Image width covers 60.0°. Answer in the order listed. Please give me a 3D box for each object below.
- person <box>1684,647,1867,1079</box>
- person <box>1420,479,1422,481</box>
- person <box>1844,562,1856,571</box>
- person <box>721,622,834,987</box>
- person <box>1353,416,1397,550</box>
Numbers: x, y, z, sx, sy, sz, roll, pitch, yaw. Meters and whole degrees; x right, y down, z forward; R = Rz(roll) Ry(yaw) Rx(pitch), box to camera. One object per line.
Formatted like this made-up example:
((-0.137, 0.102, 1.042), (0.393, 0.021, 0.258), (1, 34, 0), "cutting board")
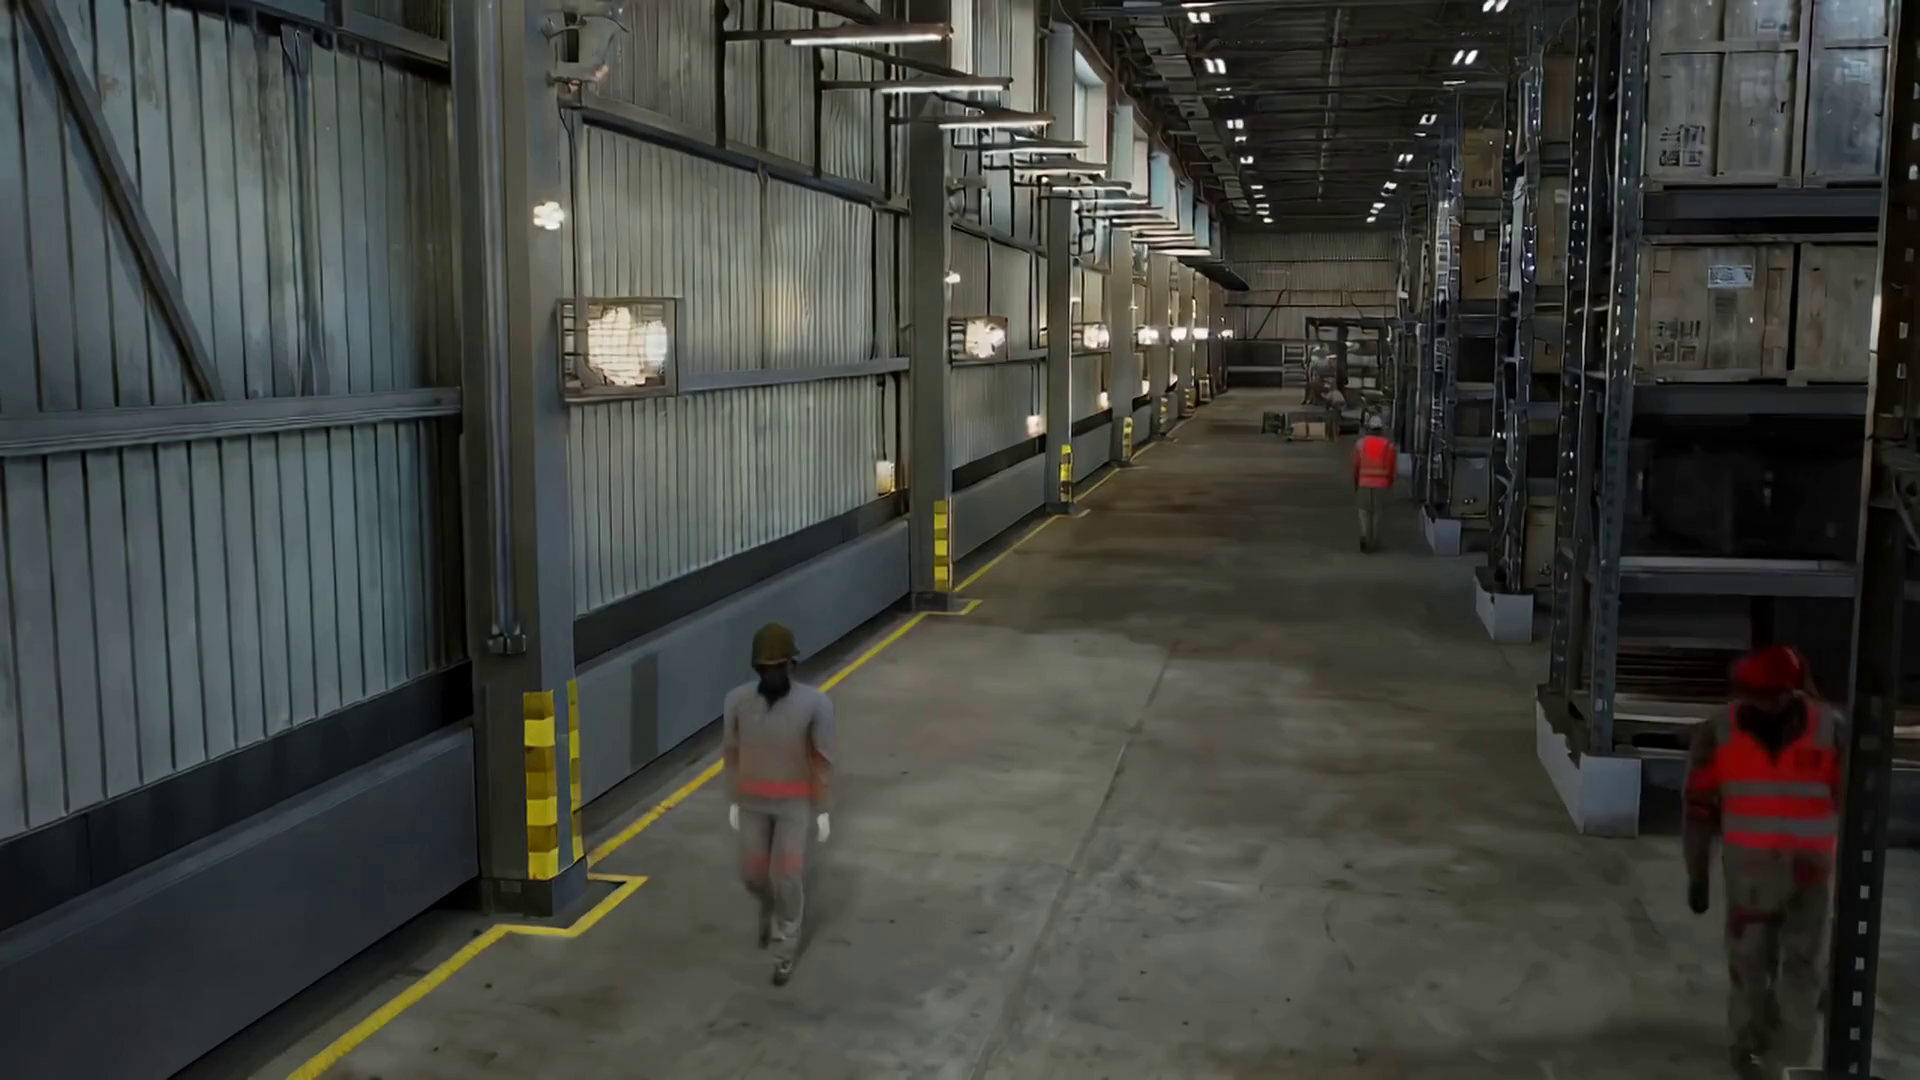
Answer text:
((3.281, 1.339, 6.715), (0.664, 1.864, 0.777), (3, 8, 26), "person")
((9.865, -2.023, 33.924), (0.657, 1.785, 0.980), (-5, 9, -34), "person")
((7.638, 0.463, 14.217), (0.424, 1.727, 0.513), (2, 7, 13), "person")
((-0.868, 1.237, 8.002), (0.567, 1.740, 0.486), (1, 7, 9), "person")
((5.918, -0.817, 23.780), (0.599, 1.923, 0.900), (2, 7, 16), "person")
